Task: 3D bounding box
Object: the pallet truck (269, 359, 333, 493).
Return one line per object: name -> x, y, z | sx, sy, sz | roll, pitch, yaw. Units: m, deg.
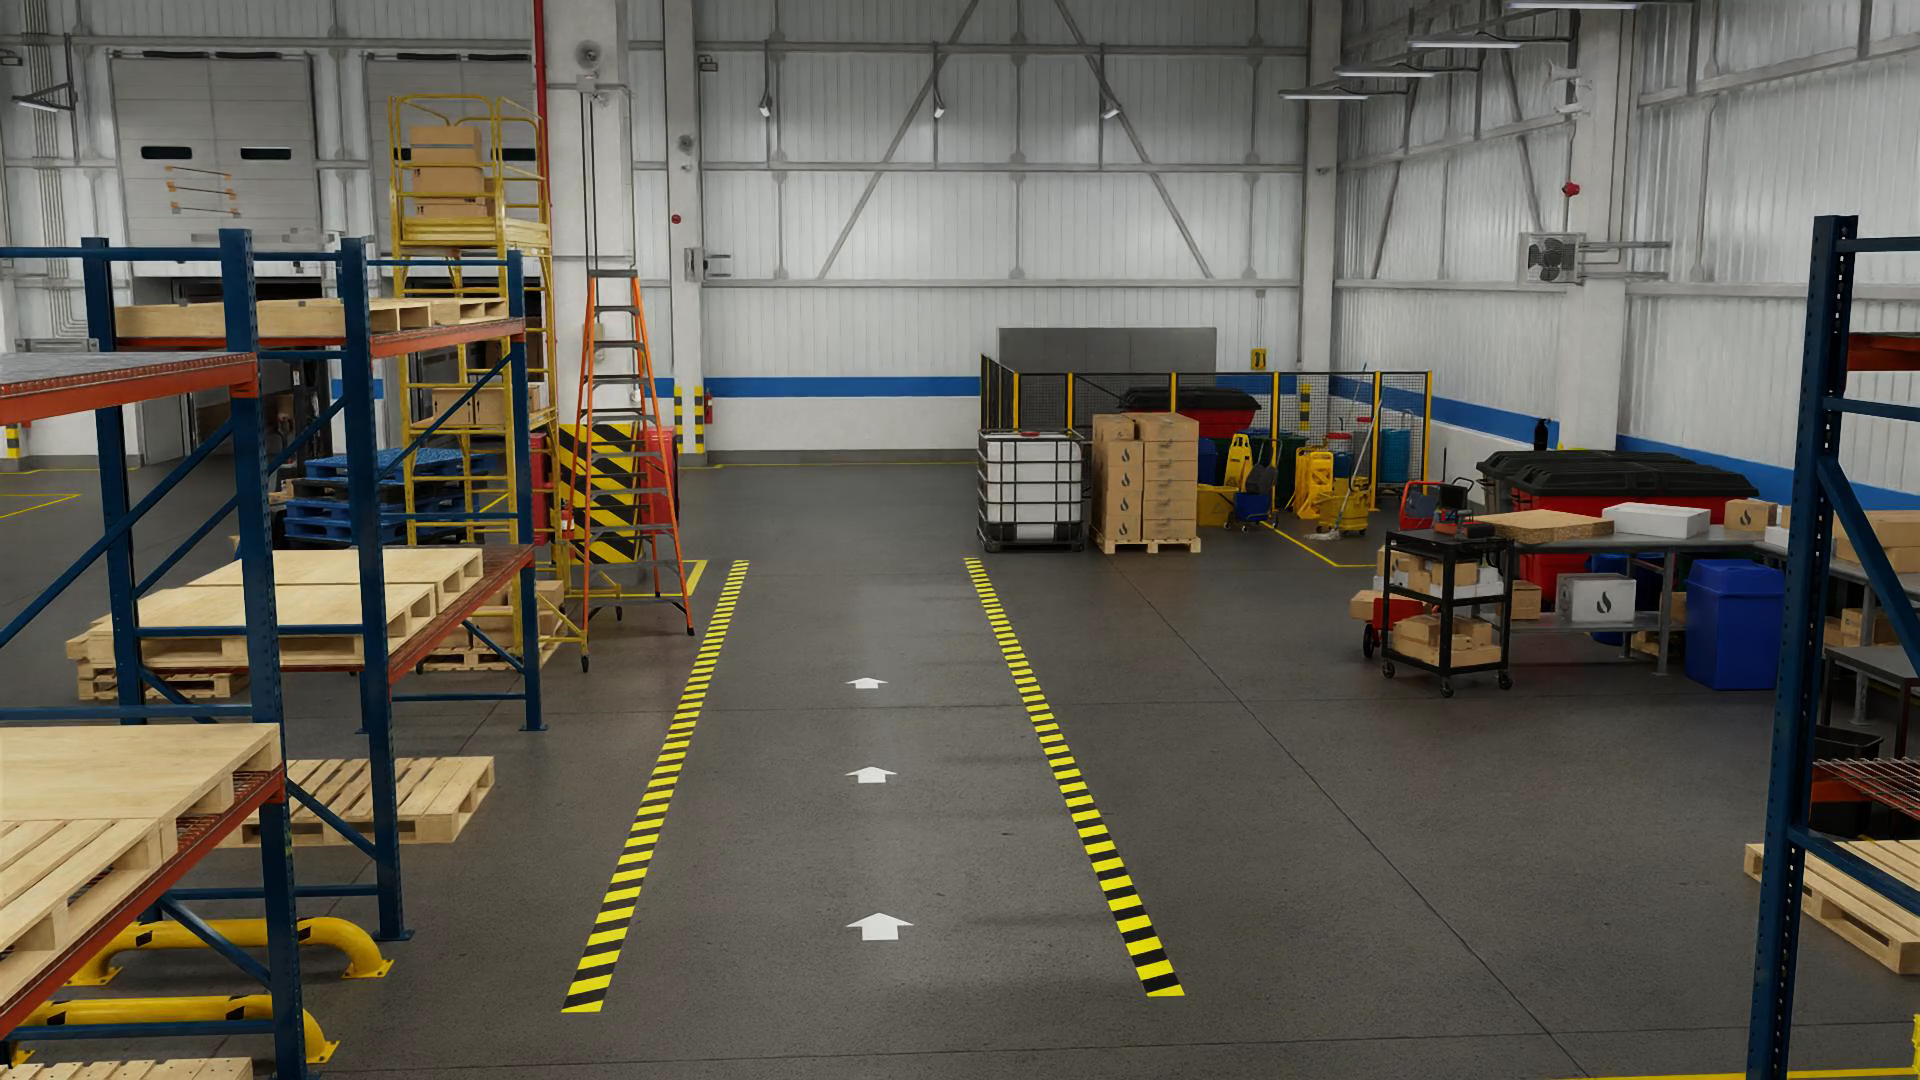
pallet truck -> -7.062, -1.131, 18.996 | 1.885, 1.965, 0.823 | 2, 9, 13
